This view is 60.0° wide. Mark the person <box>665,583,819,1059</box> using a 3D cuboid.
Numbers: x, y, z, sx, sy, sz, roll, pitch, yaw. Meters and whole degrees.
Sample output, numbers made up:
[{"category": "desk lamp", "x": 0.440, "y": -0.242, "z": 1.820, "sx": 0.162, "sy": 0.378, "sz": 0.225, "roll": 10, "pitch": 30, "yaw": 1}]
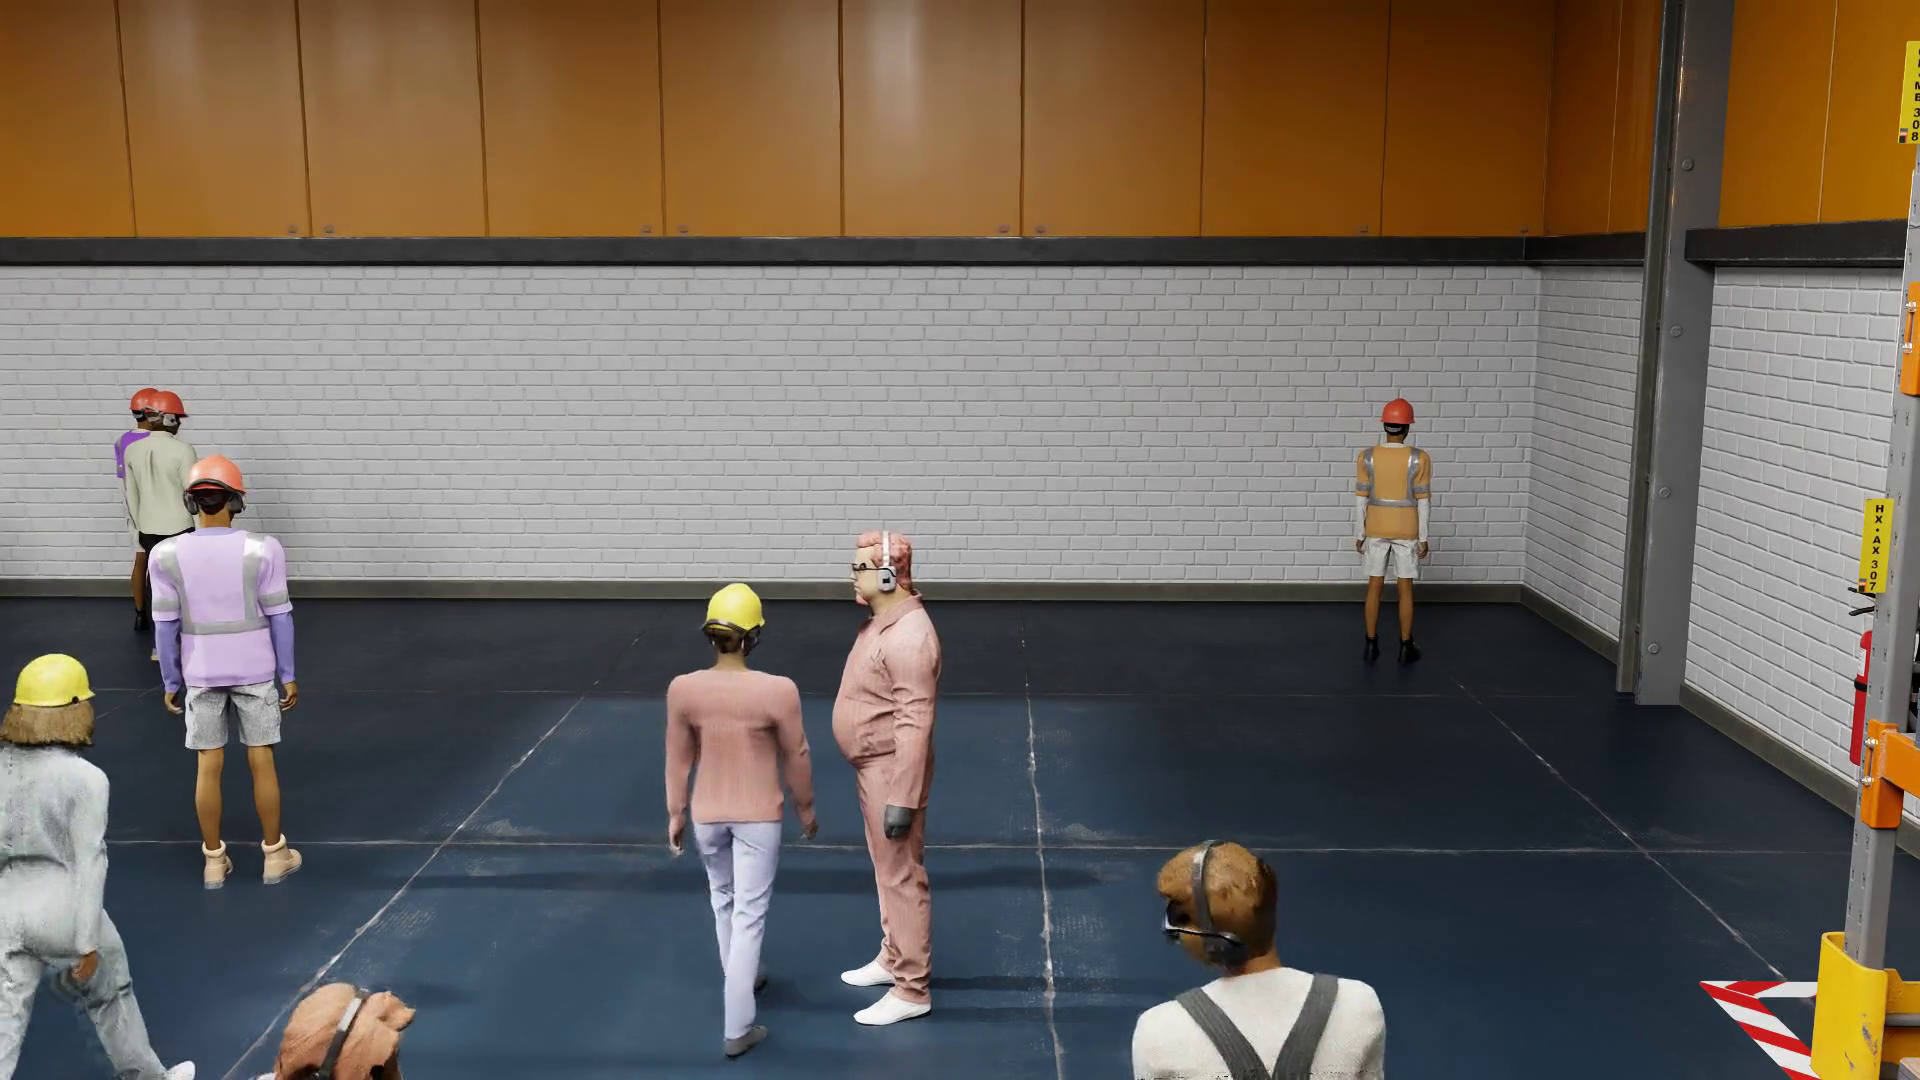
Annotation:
[{"category": "person", "x": -0.824, "y": 1.023, "z": 6.285, "sx": 0.537, "sy": 1.754, "sz": 0.578, "roll": 3, "pitch": 10, "yaw": 16}]

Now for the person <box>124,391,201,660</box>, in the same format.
[{"category": "person", "x": -5.784, "y": -0.095, "z": 12.205, "sx": 0.609, "sy": 1.986, "sz": 0.391, "roll": 2, "pitch": 10, "yaw": 13}]

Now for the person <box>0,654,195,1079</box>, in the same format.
[{"category": "person", "x": -2.907, "y": 1.204, "z": 5.326, "sx": 0.493, "sy": 1.686, "sz": 0.930, "roll": 1, "pitch": 10, "yaw": 8}]

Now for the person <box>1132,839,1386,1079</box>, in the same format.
[{"category": "person", "x": 0.606, "y": 1.464, "z": 3.405, "sx": 0.546, "sy": 1.807, "sz": 0.494, "roll": 0, "pitch": 9, "yaw": 0}]

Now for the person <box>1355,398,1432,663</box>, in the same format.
[{"category": "person", "x": 3.165, "y": -0.065, "z": 12.167, "sx": 0.543, "sy": 1.939, "sz": 0.360, "roll": 4, "pitch": 10, "yaw": 24}]

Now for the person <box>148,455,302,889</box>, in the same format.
[{"category": "person", "x": -3.419, "y": 0.618, "z": 7.788, "sx": 0.605, "sy": 2.036, "sz": 0.389, "roll": -2, "pitch": 10, "yaw": -11}]

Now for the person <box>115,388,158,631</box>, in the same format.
[{"category": "person", "x": -6.389, "y": -0.234, "z": 13.185, "sx": 0.550, "sy": 1.935, "sz": 0.376, "roll": 4, "pitch": 10, "yaw": 24}]

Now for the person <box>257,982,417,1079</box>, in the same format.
[{"category": "person", "x": -1.232, "y": 1.606, "z": 3.143, "sx": 0.564, "sy": 1.615, "sz": 0.389, "roll": 7, "pitch": 12, "yaw": 36}]

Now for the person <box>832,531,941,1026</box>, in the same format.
[{"category": "person", "x": -0.290, "y": 0.907, "z": 6.442, "sx": 0.408, "sy": 1.906, "sz": 0.654, "roll": -2, "pitch": 10, "yaw": -10}]
